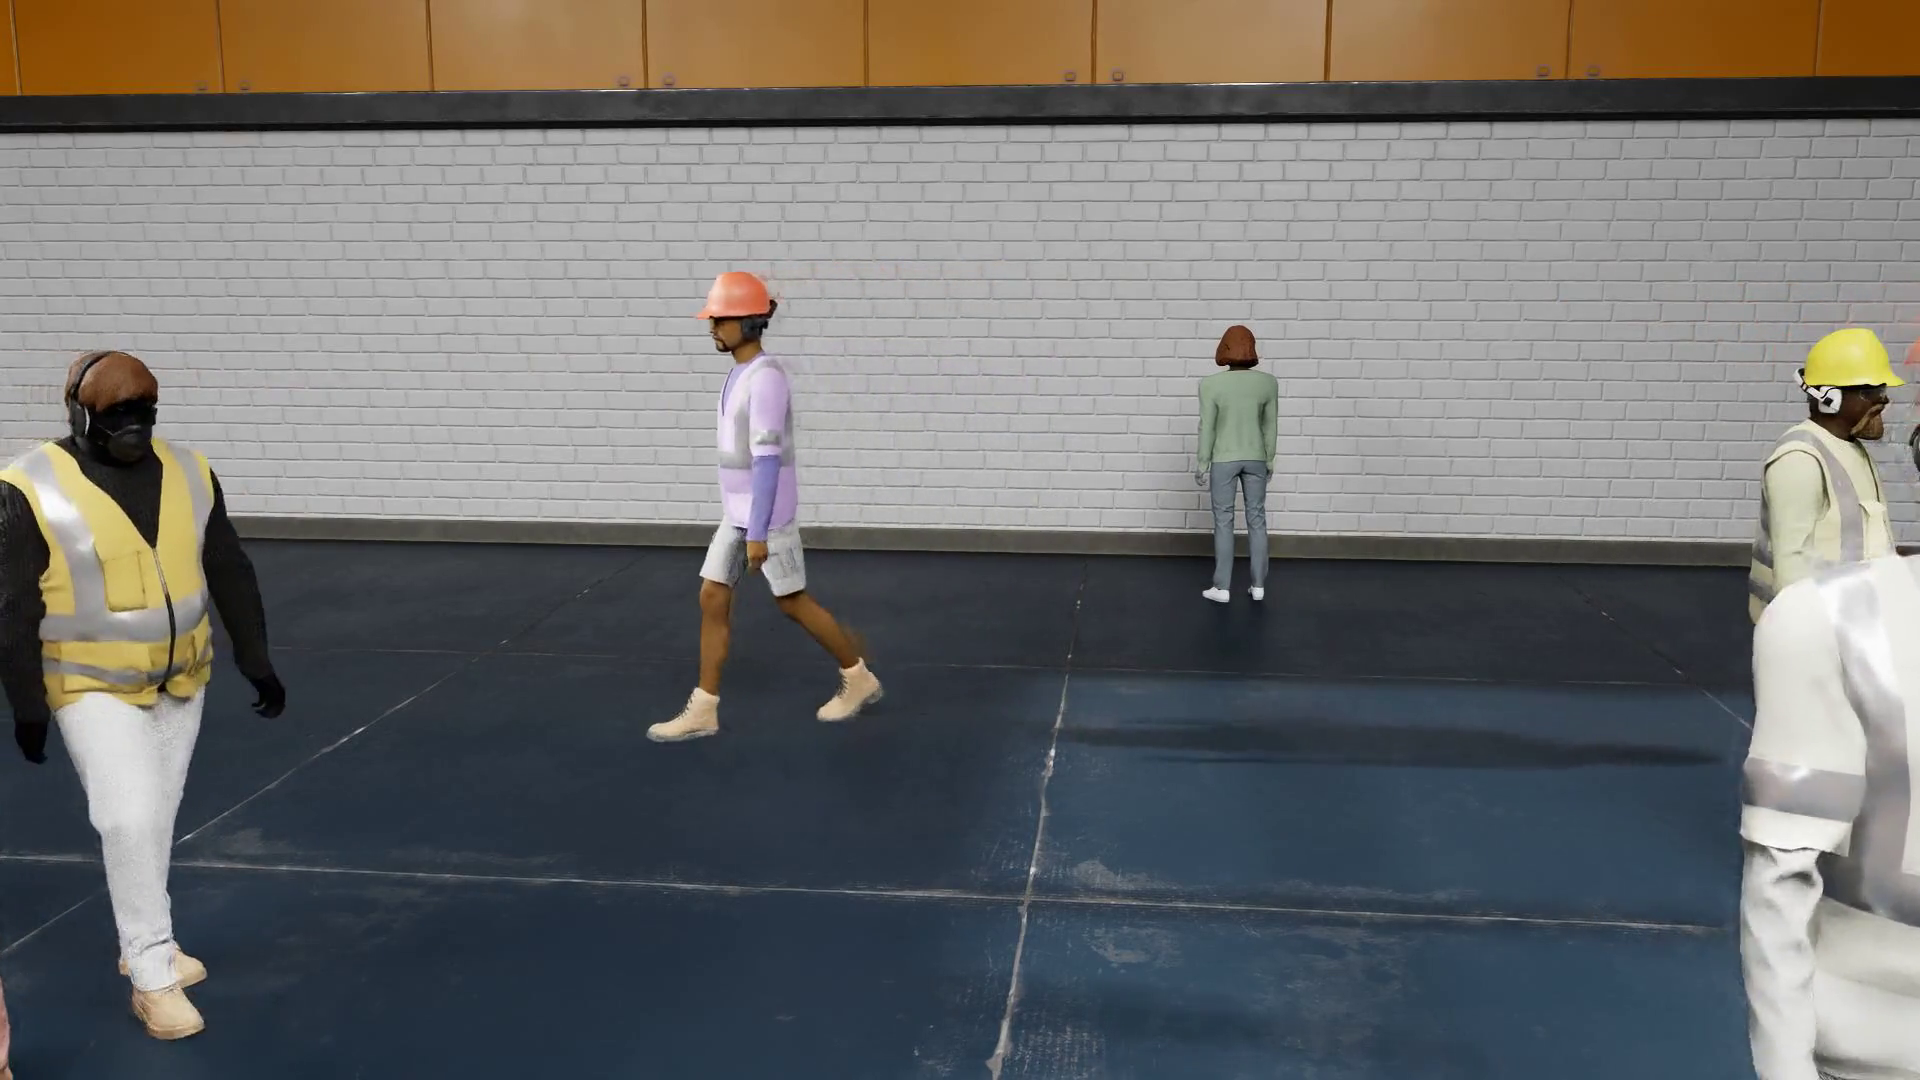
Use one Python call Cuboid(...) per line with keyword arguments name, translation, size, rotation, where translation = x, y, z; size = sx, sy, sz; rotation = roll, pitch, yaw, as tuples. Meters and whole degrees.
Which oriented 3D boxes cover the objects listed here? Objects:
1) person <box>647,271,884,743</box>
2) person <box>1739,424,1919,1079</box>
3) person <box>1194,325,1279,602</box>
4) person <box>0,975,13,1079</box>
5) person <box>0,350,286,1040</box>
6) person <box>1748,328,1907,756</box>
Cuboid(name="person", translation=(-0.801, -0.142, 7.084), size=(1.034, 2.000, 0.616), rotation=(-4, 11, -24))
Cuboid(name="person", translation=(1.361, 0.702, 2.219), size=(0.619, 1.993, 1.026), rotation=(1, 10, 7))
Cuboid(name="person", translation=(1.629, -0.444, 9.818), size=(0.500, 1.634, 0.286), rotation=(-2, 10, -11))
Cuboid(name="person", translation=(-2.576, 0.503, 3.714), size=(0.863, 1.864, 0.674), rotation=(2, 10, 12))
Cuboid(name="person", translation=(-2.171, 0.399, 4.479), size=(0.718, 1.806, 0.652), rotation=(5, 11, 28))
Cuboid(name="person", translation=(2.715, 0.254, 5.250), size=(0.404, 1.834, 0.591), rotation=(9, 13, 41))
